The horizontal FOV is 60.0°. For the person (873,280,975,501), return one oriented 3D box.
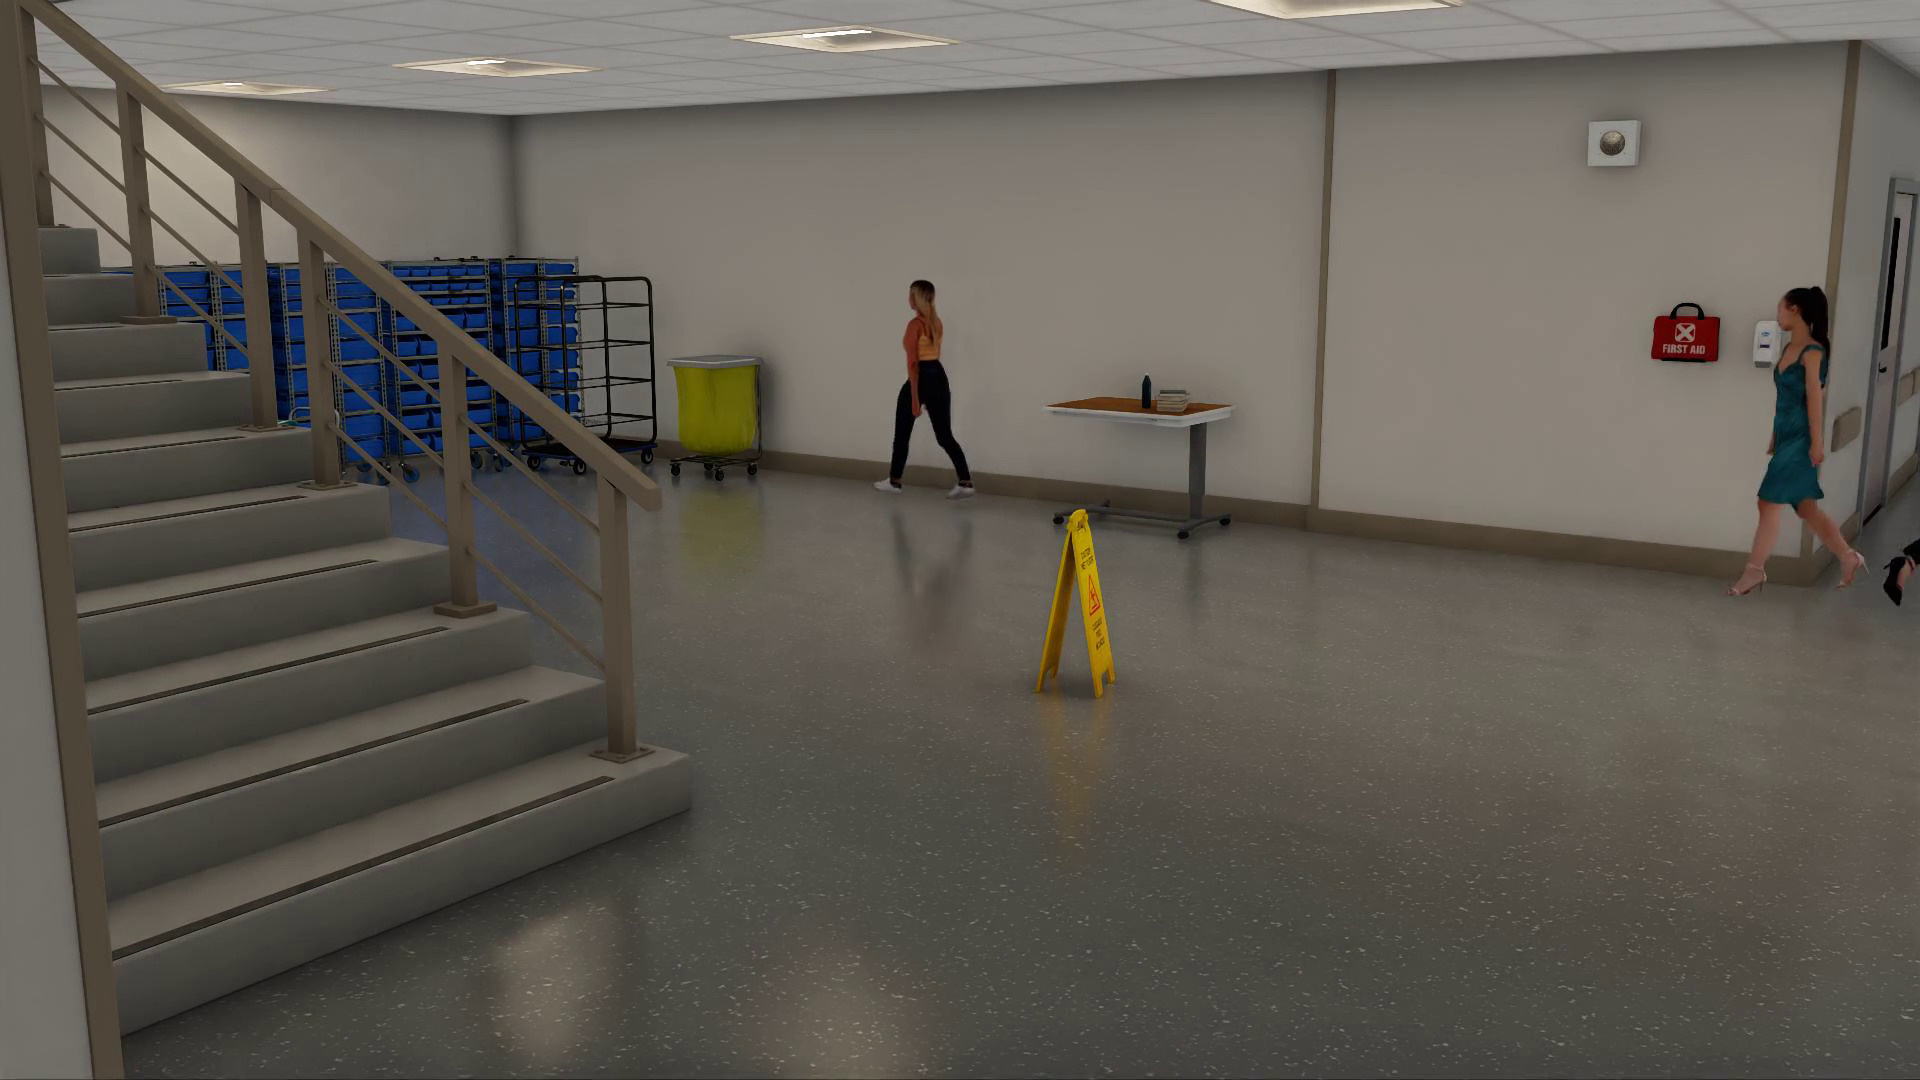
[{"bbox_3d":[-0.177,-1.035,12.014,1.151,1.581,0.643,9,14,39],"label":"person"}]

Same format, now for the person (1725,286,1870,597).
[{"bbox_3d":[4.581,-0.493,8.943,1.076,1.660,0.895,1,11,5],"label":"person"}]
